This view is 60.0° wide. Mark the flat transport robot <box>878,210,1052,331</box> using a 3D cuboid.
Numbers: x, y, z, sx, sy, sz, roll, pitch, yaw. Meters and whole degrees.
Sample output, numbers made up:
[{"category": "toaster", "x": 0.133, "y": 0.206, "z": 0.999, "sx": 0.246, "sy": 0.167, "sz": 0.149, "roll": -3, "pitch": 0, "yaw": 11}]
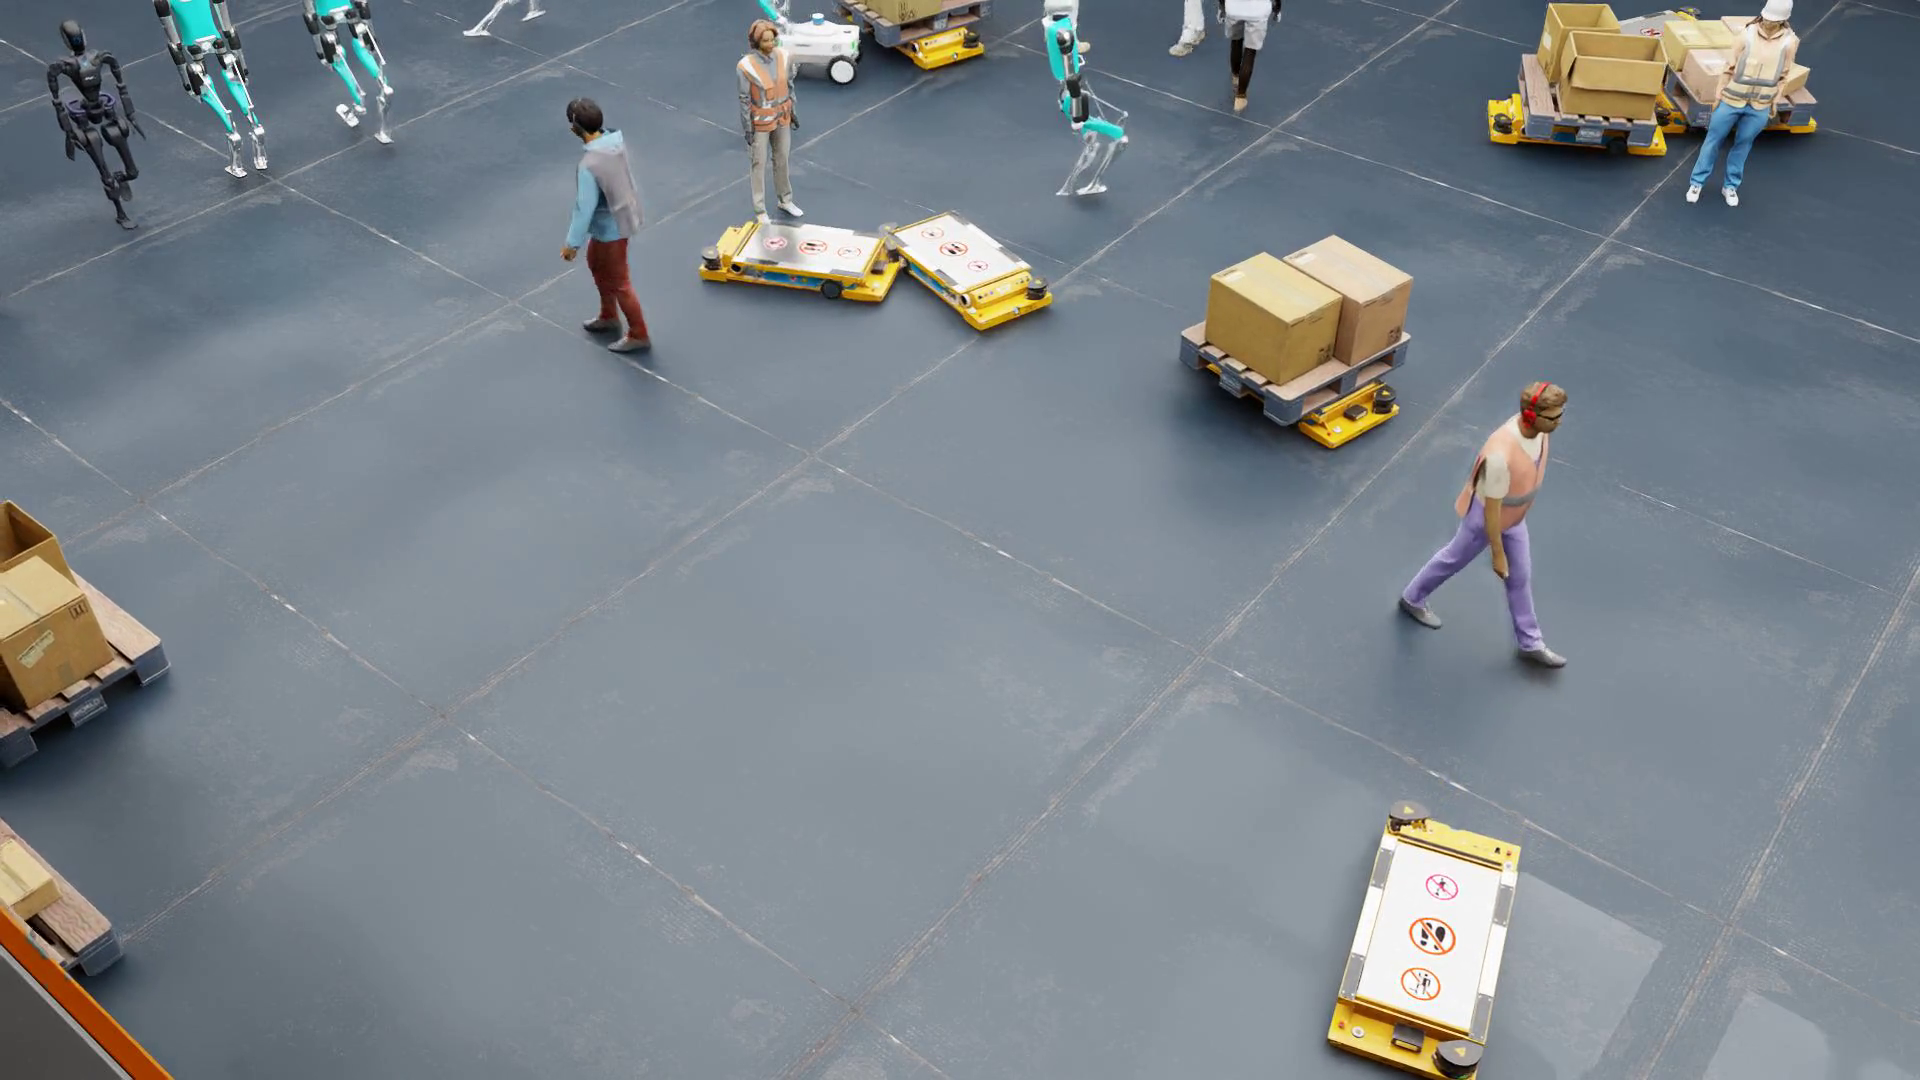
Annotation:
[{"category": "flat transport robot", "x": 0.005, "y": -2.058, "z": 12.499, "sx": 0.659, "sy": 0.231, "sz": 1.431, "roll": -24, "pitch": 46, "yaw": -26}]

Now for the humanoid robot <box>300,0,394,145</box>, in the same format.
[{"category": "humanoid robot", "x": -5.013, "y": -4.044, "z": 13.699, "sx": 0.545, "sy": 1.733, "sz": 1.024, "roll": -26, "pitch": 47, "yaw": -28}]

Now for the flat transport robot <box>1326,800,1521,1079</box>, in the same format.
[{"category": "flat transport robot", "x": 2.223, "y": 1.875, "z": 7.872, "sx": 0.659, "sy": 0.231, "sz": 1.431, "roll": 15, "pitch": 43, "yaw": 17}]

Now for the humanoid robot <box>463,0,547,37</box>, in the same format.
[{"category": "humanoid robot", "x": -4.253, "y": -5.532, "z": 15.480, "sx": 1.036, "sy": 1.753, "sz": 0.547, "roll": -20, "pitch": 44, "yaw": -22}]

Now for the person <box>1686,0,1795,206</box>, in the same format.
[{"category": "person", "x": 6.151, "y": -3.447, "z": 13.007, "sx": 0.487, "sy": 1.727, "sz": 0.367, "roll": 9, "pitch": 41, "yaw": 11}]

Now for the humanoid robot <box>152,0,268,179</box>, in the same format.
[{"category": "humanoid robot", "x": -5.834, "y": -3.640, "z": 13.123, "sx": 0.533, "sy": 1.677, "sz": 0.735, "roll": -26, "pitch": 47, "yaw": -27}]

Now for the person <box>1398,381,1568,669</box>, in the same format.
[{"category": "person", "x": 2.947, "y": -0.099, "z": 9.021, "sx": 0.580, "sy": 1.785, "sz": 1.013, "roll": -32, "pitch": 50, "yaw": -32}]

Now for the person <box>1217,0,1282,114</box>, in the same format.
[{"category": "person", "x": 2.547, "y": -4.617, "z": 14.429, "sx": 0.545, "sy": 1.666, "sz": 0.805, "roll": 18, "pitch": 43, "yaw": 20}]

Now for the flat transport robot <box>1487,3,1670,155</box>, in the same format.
[{"category": "flat transport robot", "x": 5.296, "y": -3.580, "z": 14.290, "sx": 1.431, "sy": 0.231, "sz": 0.659, "roll": 7, "pitch": 41, "yaw": 8}]

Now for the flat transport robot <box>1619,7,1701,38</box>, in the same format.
[{"category": "flat transport robot", "x": 6.501, "y": -4.659, "z": 15.559, "sx": 1.431, "sy": 0.231, "sz": 0.659, "roll": -17, "pitch": 43, "yaw": -19}]

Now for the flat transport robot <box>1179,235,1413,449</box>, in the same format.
[{"category": "flat transport robot", "x": 2.256, "y": -1.139, "z": 11.418, "sx": 0.659, "sy": 0.231, "sz": 1.431, "roll": -27, "pitch": 47, "yaw": -28}]

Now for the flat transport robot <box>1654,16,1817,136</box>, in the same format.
[{"category": "flat transport robot", "x": 6.650, "y": -3.781, "z": 14.526, "sx": 1.431, "sy": 0.231, "sz": 0.659, "roll": 0, "pitch": 40, "yaw": 0}]

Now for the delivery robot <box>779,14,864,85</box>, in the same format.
[{"category": "delivery robot", "x": -1.278, "y": -4.488, "z": 15.126, "sx": 0.756, "sy": 0.580, "sz": 0.499, "roll": 3, "pitch": 40, "yaw": 4}]

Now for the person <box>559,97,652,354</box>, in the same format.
[{"category": "person", "x": -2.470, "y": -2.127, "z": 11.344, "sx": 0.645, "sy": 1.862, "sz": 0.579, "roll": 4, "pitch": 40, "yaw": 4}]

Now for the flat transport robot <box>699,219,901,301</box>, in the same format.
[{"category": "flat transport robot", "x": -1.187, "y": -2.126, "z": 12.578, "sx": 1.431, "sy": 0.231, "sz": 0.659, "roll": 9, "pitch": 41, "yaw": 11}]

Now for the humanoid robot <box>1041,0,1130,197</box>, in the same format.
[{"category": "humanoid robot", "x": 1.025, "y": -3.406, "z": 12.969, "sx": 0.826, "sy": 1.778, "sz": 0.538, "roll": -8, "pitch": 41, "yaw": -9}]

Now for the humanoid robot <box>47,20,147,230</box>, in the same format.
[{"category": "humanoid robot", "x": -6.669, "y": -3.232, "z": 12.795, "sx": 0.589, "sy": 1.632, "sz": 0.509, "roll": -33, "pitch": 50, "yaw": -33}]

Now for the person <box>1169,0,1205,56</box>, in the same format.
[{"category": "person", "x": 2.056, "y": -5.389, "z": 15.195, "sx": 0.618, "sy": 1.853, "sz": 0.803, "roll": 30, "pitch": 49, "yaw": 30}]

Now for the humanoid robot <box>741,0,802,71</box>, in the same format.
[{"category": "humanoid robot", "x": -1.688, "y": -4.974, "z": 14.824, "sx": 0.530, "sy": 1.778, "sz": 0.918, "roll": -30, "pitch": 49, "yaw": -31}]

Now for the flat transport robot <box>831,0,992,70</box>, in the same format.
[{"category": "flat transport robot", "x": -0.450, "y": -4.875, "z": 15.813, "sx": 0.659, "sy": 0.231, "sz": 1.431, "roll": -24, "pitch": 46, "yaw": -26}]

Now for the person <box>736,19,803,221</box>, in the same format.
[{"category": "person", "x": -1.466, "y": -3.206, "z": 12.789, "sx": 0.513, "sy": 1.640, "sz": 0.307, "roll": -30, "pitch": 49, "yaw": -31}]

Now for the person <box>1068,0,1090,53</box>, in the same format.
[{"category": "person", "x": 1.009, "y": -5.380, "z": 15.202, "sx": 0.429, "sy": 1.835, "sz": 0.611, "roll": -15, "pitch": 43, "yaw": -17}]
